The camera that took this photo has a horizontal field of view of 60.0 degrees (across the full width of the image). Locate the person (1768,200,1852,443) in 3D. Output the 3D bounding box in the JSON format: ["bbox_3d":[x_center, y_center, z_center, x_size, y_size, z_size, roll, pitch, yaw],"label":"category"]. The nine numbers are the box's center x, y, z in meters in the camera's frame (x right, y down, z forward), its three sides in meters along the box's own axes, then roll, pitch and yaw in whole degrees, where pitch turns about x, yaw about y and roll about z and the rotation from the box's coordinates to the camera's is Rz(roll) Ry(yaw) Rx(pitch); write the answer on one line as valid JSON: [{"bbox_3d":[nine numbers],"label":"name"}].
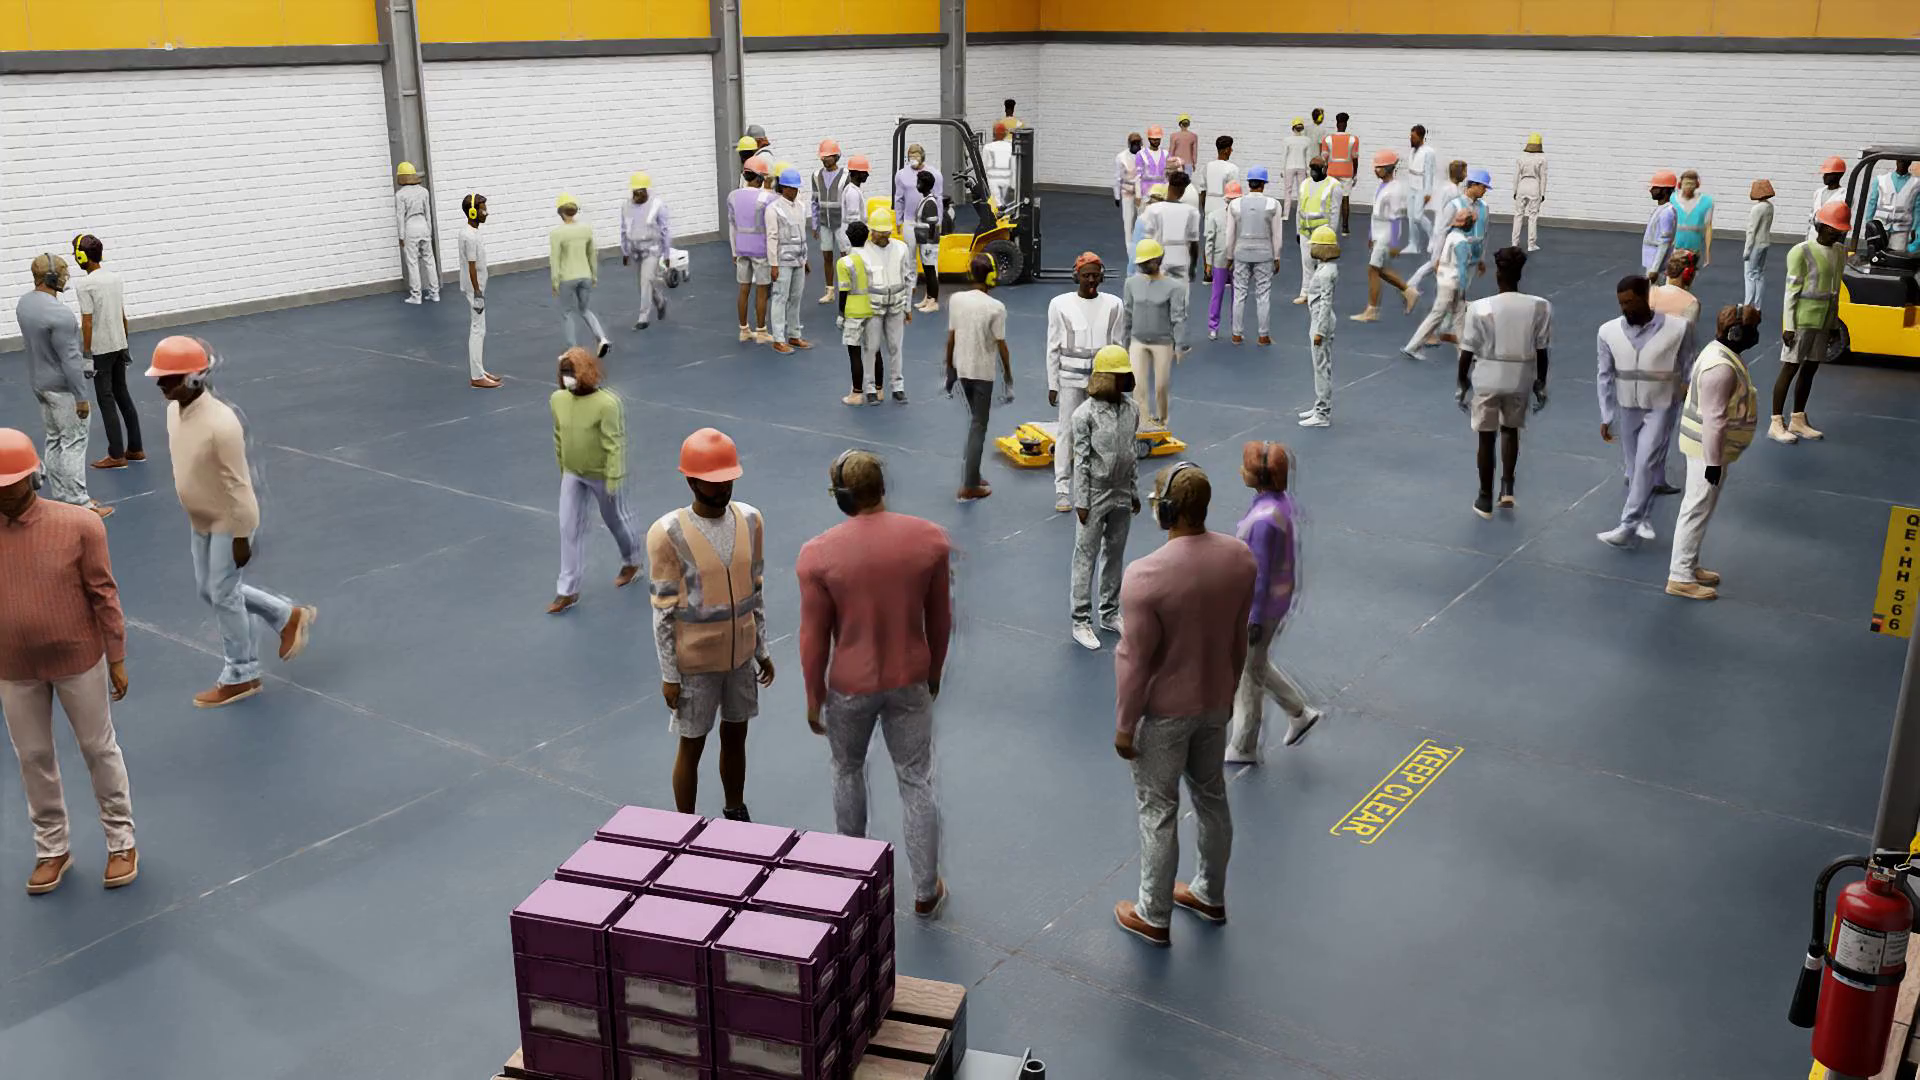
[{"bbox_3d":[7.184,-1.828,13.989,0.605,2.034,0.391,-7,19,-22],"label":"person"}]

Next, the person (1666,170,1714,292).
[{"bbox_3d":[8.284,-3.342,19.085,0.577,1.810,0.826,4,18,13],"label":"person"}]

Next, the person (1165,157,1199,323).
[{"bbox_3d":[2.480,-3.503,19.429,0.402,1.911,0.639,-10,20,-27],"label":"person"}]

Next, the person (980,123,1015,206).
[{"bbox_3d":[0.608,-5.609,26.132,0.575,1.844,0.978,-7,19,-22],"label":"person"}]

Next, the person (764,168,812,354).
[{"bbox_3d":[-1.808,-2.963,17.677,0.405,1.943,0.614,11,21,31],"label":"person"}]

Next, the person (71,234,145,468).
[{"bbox_3d":[-6.812,-1.494,13.240,0.343,1.857,0.527,3,18,8],"label":"person"}]

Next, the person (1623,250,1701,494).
[{"bbox_3d":[5.285,-1.259,12.527,0.386,1.837,0.562,-4,18,-13],"label":"person"}]

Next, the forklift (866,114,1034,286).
[{"bbox_3d":[-0.171,-4.594,22.377,2.313,2.155,1.214,1,18,3],"label":"forklift"}]

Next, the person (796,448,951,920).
[{"bbox_3d":[-0.329,0.577,6.706,0.642,1.897,0.675,-5,18,-15],"label":"person"}]

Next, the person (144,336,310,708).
[{"bbox_3d":[-3.846,-0.134,8.783,0.625,1.974,0.668,13,22,35],"label":"person"}]

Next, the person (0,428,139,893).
[{"bbox_3d":[-3.740,0.500,6.794,0.623,1.982,0.412,-4,18,-14],"label":"person"}]

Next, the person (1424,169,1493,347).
[{"bbox_3d":[5.428,-3.044,18.005,0.665,1.910,0.399,-9,20,-27],"label":"person"}]

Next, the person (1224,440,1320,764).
[{"bbox_3d":[1.459,0.314,7.932,0.438,1.625,0.529,5,18,15],"label":"person"}]

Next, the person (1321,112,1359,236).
[{"bbox_3d":[6.116,-5.898,26.835,0.604,1.959,0.377,4,18,13],"label":"person"}]

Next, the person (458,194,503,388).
[{"bbox_3d":[-4.655,-2.399,16.060,0.324,1.861,0.511,-6,19,-18],"label":"person"}]

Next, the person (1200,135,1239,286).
[{"bbox_3d":[3.439,-4.341,21.954,0.603,1.967,0.366,17,24,42],"label":"person"}]

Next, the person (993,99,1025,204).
[{"bbox_3d":[0.913,-7.121,30.649,0.602,1.967,0.370,0,18,0],"label":"person"}]

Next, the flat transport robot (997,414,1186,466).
[{"bbox_3d":[1.085,-0.841,13.748,1.431,0.197,0.652,-6,19,-18],"label":"flat transport robot"}]

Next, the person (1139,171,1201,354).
[{"bbox_3d":[2.220,-2.899,17.525,0.652,1.926,0.501,-3,18,-9],"label":"person"}]

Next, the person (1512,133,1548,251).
[{"bbox_3d":[8.652,-5.281,25.256,0.494,1.741,0.315,13,22,34],"label":"person"}]

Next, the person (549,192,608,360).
[{"bbox_3d":[-3.944,-2.691,17.151,0.537,1.742,0.556,17,24,42],"label":"person"}]

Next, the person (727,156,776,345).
[{"bbox_3d":[-2.219,-3.143,18.117,0.611,2.030,0.410,9,20,27],"label":"person"}]

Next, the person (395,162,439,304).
[{"bbox_3d":[-6.798,-3.817,20.696,0.321,1.737,0.487,13,22,35],"label":"person"}]

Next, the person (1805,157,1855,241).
[{"bbox_3d":[9.914,-3.414,19.103,0.361,1.938,0.545,-6,19,-17],"label":"person"}]

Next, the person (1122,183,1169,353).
[{"bbox_3d":[2.017,-2.877,17.705,0.688,1.801,0.408,-13,22,-35],"label":"person"}]

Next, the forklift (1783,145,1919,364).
[{"bbox_3d":[9.803,-2.879,17.013,2.313,2.155,1.214,12,21,33],"label":"forklift"}]

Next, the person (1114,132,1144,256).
[{"bbox_3d":[2.581,-5.085,24.517,0.647,1.818,0.522,0,18,0],"label":"person"}]

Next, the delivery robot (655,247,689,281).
[{"bbox_3d":[-3.902,-3.706,22.100,0.477,0.478,0.707,6,19,18],"label":"delivery robot"}]

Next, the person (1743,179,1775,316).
[{"bbox_3d":[9.432,-3.448,19.715,0.502,1.627,0.272,-16,24,-41],"label":"person"}]

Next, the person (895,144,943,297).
[{"bbox_3d":[-0.523,-4.043,21.095,0.637,1.926,0.367,4,18,14],"label":"person"}]

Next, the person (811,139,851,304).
[{"bbox_3d":[-1.565,-3.897,20.469,0.606,2.035,0.417,8,19,24],"label":"person"}]

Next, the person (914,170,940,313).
[{"bbox_3d":[-0.403,-3.596,20.058,0.315,1.696,0.541,-3,18,-10],"label":"person"}]
